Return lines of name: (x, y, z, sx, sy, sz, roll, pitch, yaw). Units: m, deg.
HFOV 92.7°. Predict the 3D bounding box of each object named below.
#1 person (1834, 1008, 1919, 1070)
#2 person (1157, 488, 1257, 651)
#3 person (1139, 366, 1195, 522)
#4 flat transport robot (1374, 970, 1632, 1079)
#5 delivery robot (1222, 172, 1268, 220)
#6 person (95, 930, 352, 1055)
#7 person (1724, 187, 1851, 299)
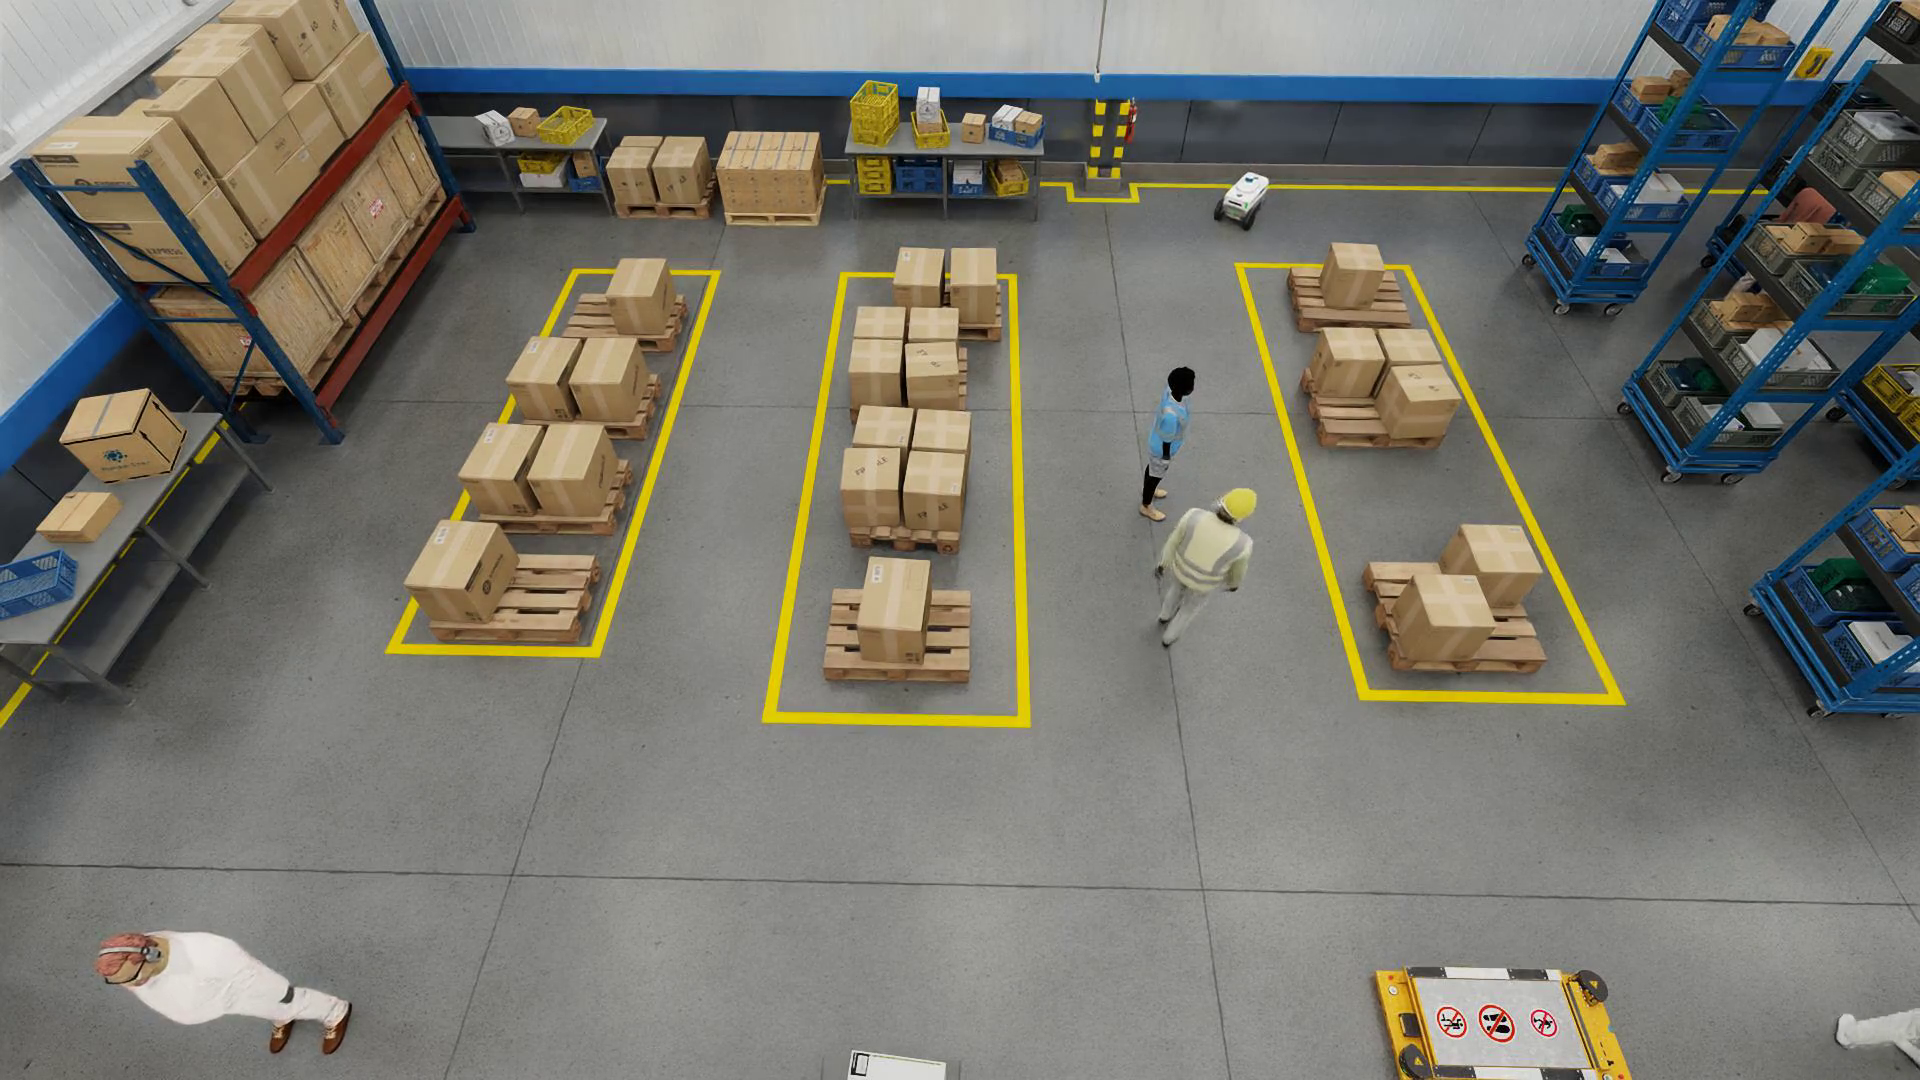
person: (5.978, 2.815, 5.308, 0.557, 1.621, 0.329, 19, 53, 15)
person: (1.924, 0.253, 7.294, 0.620, 1.783, 0.570, 32, 58, 24)
person: (1.861, -0.878, 8.270, 0.318, 1.697, 0.535, 10, 51, 8)
flat transport robot: (3.501, 3.133, 5.914, 1.431, 0.197, 0.652, 1, 51, 1)
delivery robot: (3.708, -4.498, 11.894, 0.477, 0.478, 0.707, 28, 56, 21)
person: (-4.230, 2.621, 5.293, 0.650, 1.900, 0.401, 2, 51, 2)
person: (9.006, -3.126, 9.925, 0.411, 1.980, 0.625, -19, 53, -15)
